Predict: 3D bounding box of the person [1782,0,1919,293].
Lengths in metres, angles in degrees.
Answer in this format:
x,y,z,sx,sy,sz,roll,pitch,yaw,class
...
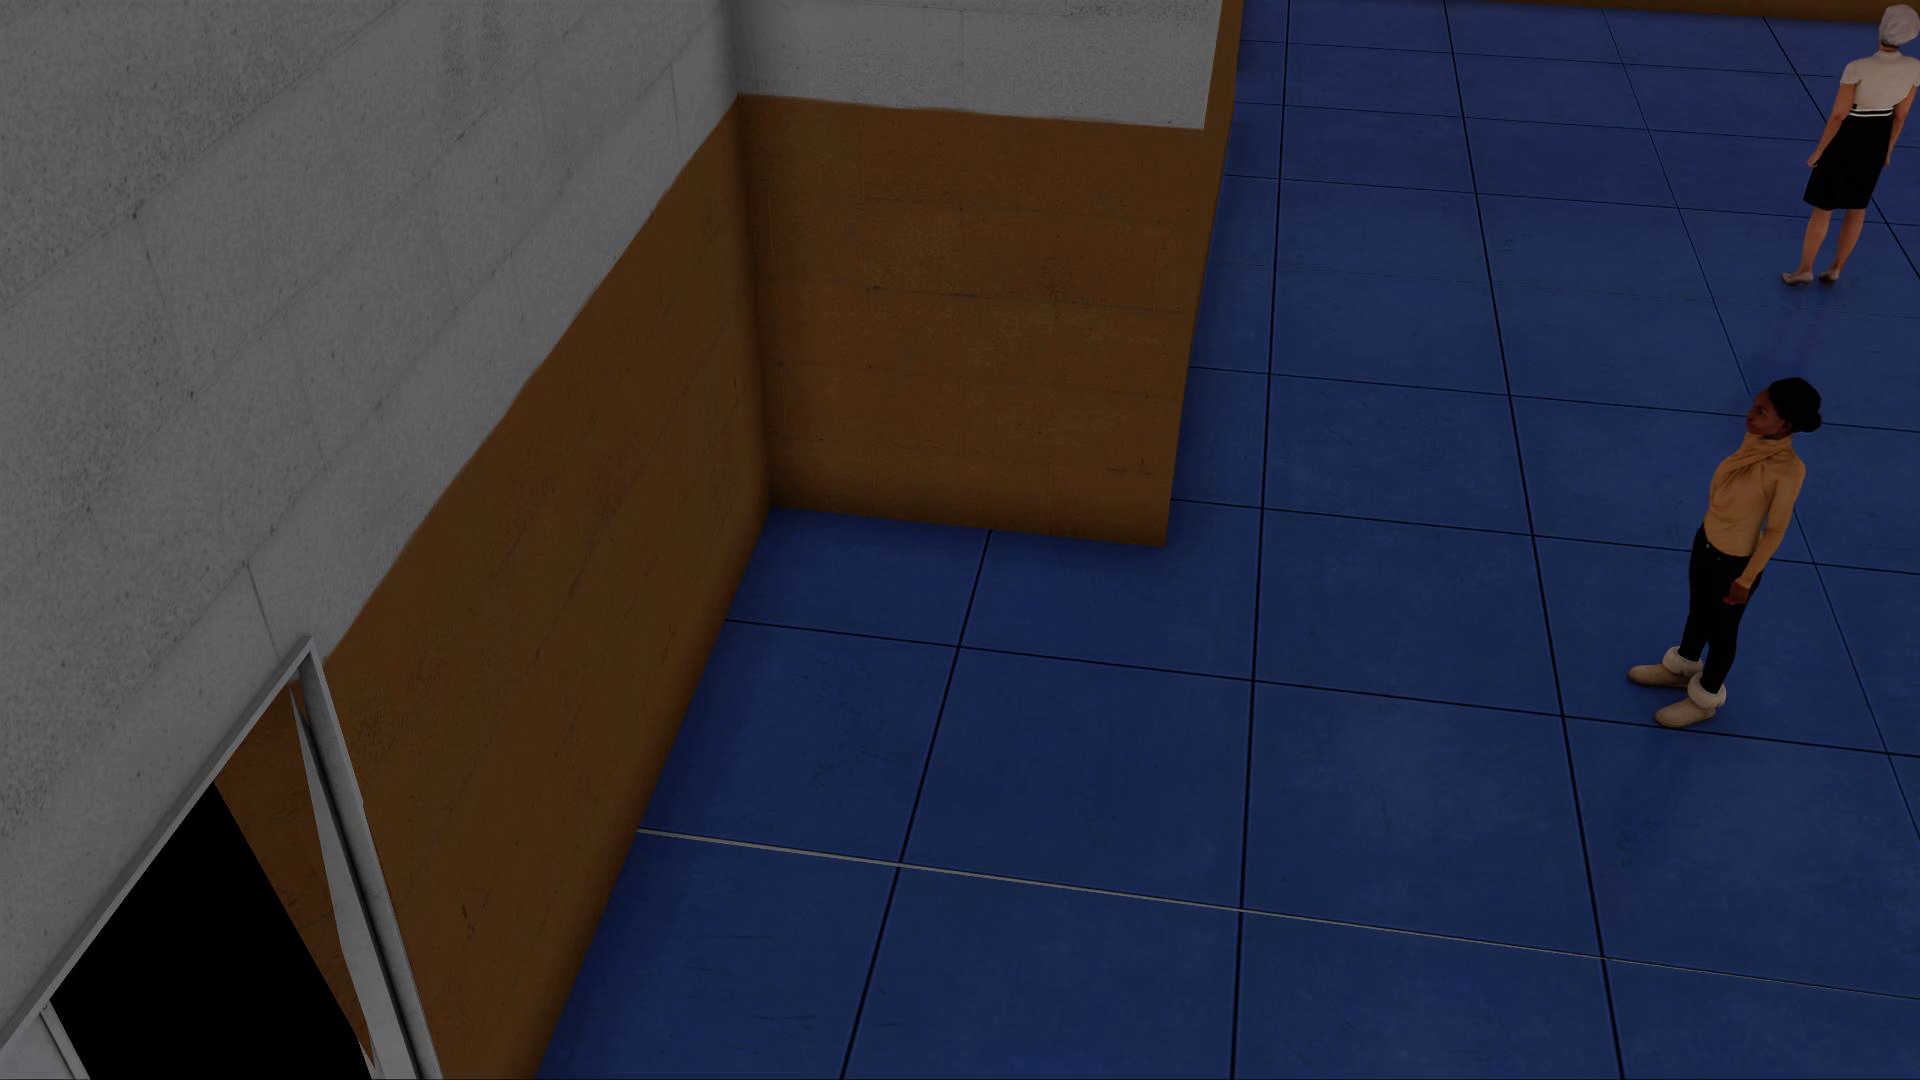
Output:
x,y,z,sx,sy,sz,roll,pitch,yaw,class
5.293,-2.287,9.835,0.520,1.756,0.729,0,37,0,person

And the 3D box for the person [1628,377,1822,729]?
x,y,z,sx,sy,sz,roll,pitch,yaw,class
3.164,0.048,6.805,0.632,1.660,0.637,-2,37,-2,person
